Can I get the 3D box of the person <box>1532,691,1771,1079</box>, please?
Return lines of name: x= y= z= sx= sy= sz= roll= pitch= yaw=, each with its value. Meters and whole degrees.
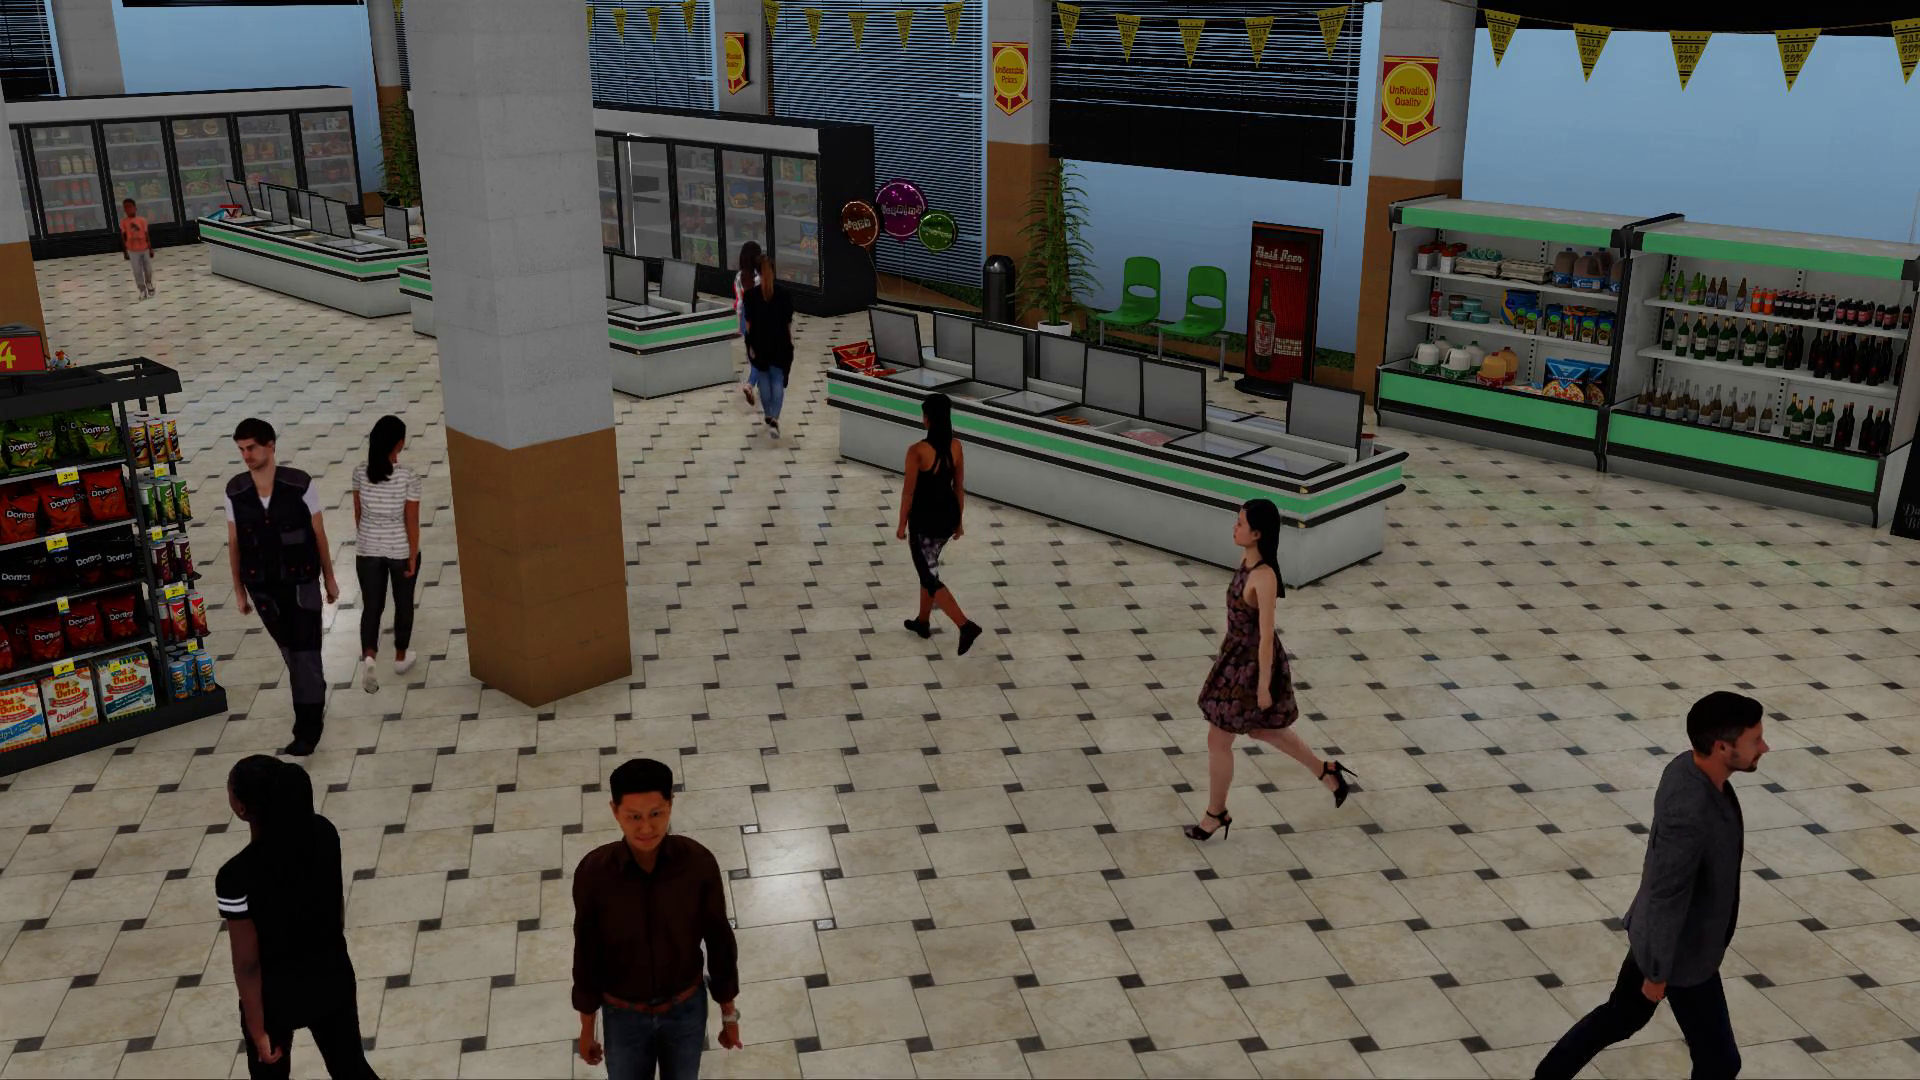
person: x=2.339 y=1.361 z=5.643 sx=1.312 sy=1.830 sz=1.073 roll=6 pitch=20 yaw=18

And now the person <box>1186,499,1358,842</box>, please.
person: x=1.458 y=0.649 z=7.873 sx=1.103 sy=1.753 sz=1.025 roll=0 pitch=19 yaw=1

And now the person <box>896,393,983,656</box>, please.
person: x=-0.124 y=-0.080 z=10.217 sx=0.583 sy=1.637 sz=1.016 roll=-17 pitch=25 yaw=-40

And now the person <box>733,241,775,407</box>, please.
person: x=-2.007 y=-2.090 z=16.255 sx=1.036 sy=1.588 sz=0.933 roll=6 pitch=20 yaw=18

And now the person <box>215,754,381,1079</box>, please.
person: x=-2.080 y=1.505 z=5.414 sx=1.142 sy=1.703 sz=0.733 roll=13 pitch=23 yaw=33

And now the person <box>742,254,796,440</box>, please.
person: x=-1.714 y=-1.717 z=15.057 sx=1.089 sy=1.646 sz=1.152 roll=0 pitch=19 yaw=0

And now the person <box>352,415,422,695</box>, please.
person: x=-3.348 y=0.113 z=9.679 sx=0.979 sy=1.616 sz=1.066 roll=-2 pitch=19 yaw=-6

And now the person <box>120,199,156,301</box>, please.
person: x=-10.789 y=-3.823 z=21.842 sx=0.632 sy=1.303 sz=0.719 roll=-6 pitch=20 yaw=-18

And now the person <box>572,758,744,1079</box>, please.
person: x=-1.004 y=1.480 z=5.378 sx=0.762 sy=1.773 sz=0.745 roll=-6 pitch=20 yaw=-18

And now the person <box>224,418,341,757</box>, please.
person: x=-3.665 y=0.228 z=9.060 sx=1.117 sy=1.792 sz=1.271 roll=-3 pitch=19 yaw=-9
